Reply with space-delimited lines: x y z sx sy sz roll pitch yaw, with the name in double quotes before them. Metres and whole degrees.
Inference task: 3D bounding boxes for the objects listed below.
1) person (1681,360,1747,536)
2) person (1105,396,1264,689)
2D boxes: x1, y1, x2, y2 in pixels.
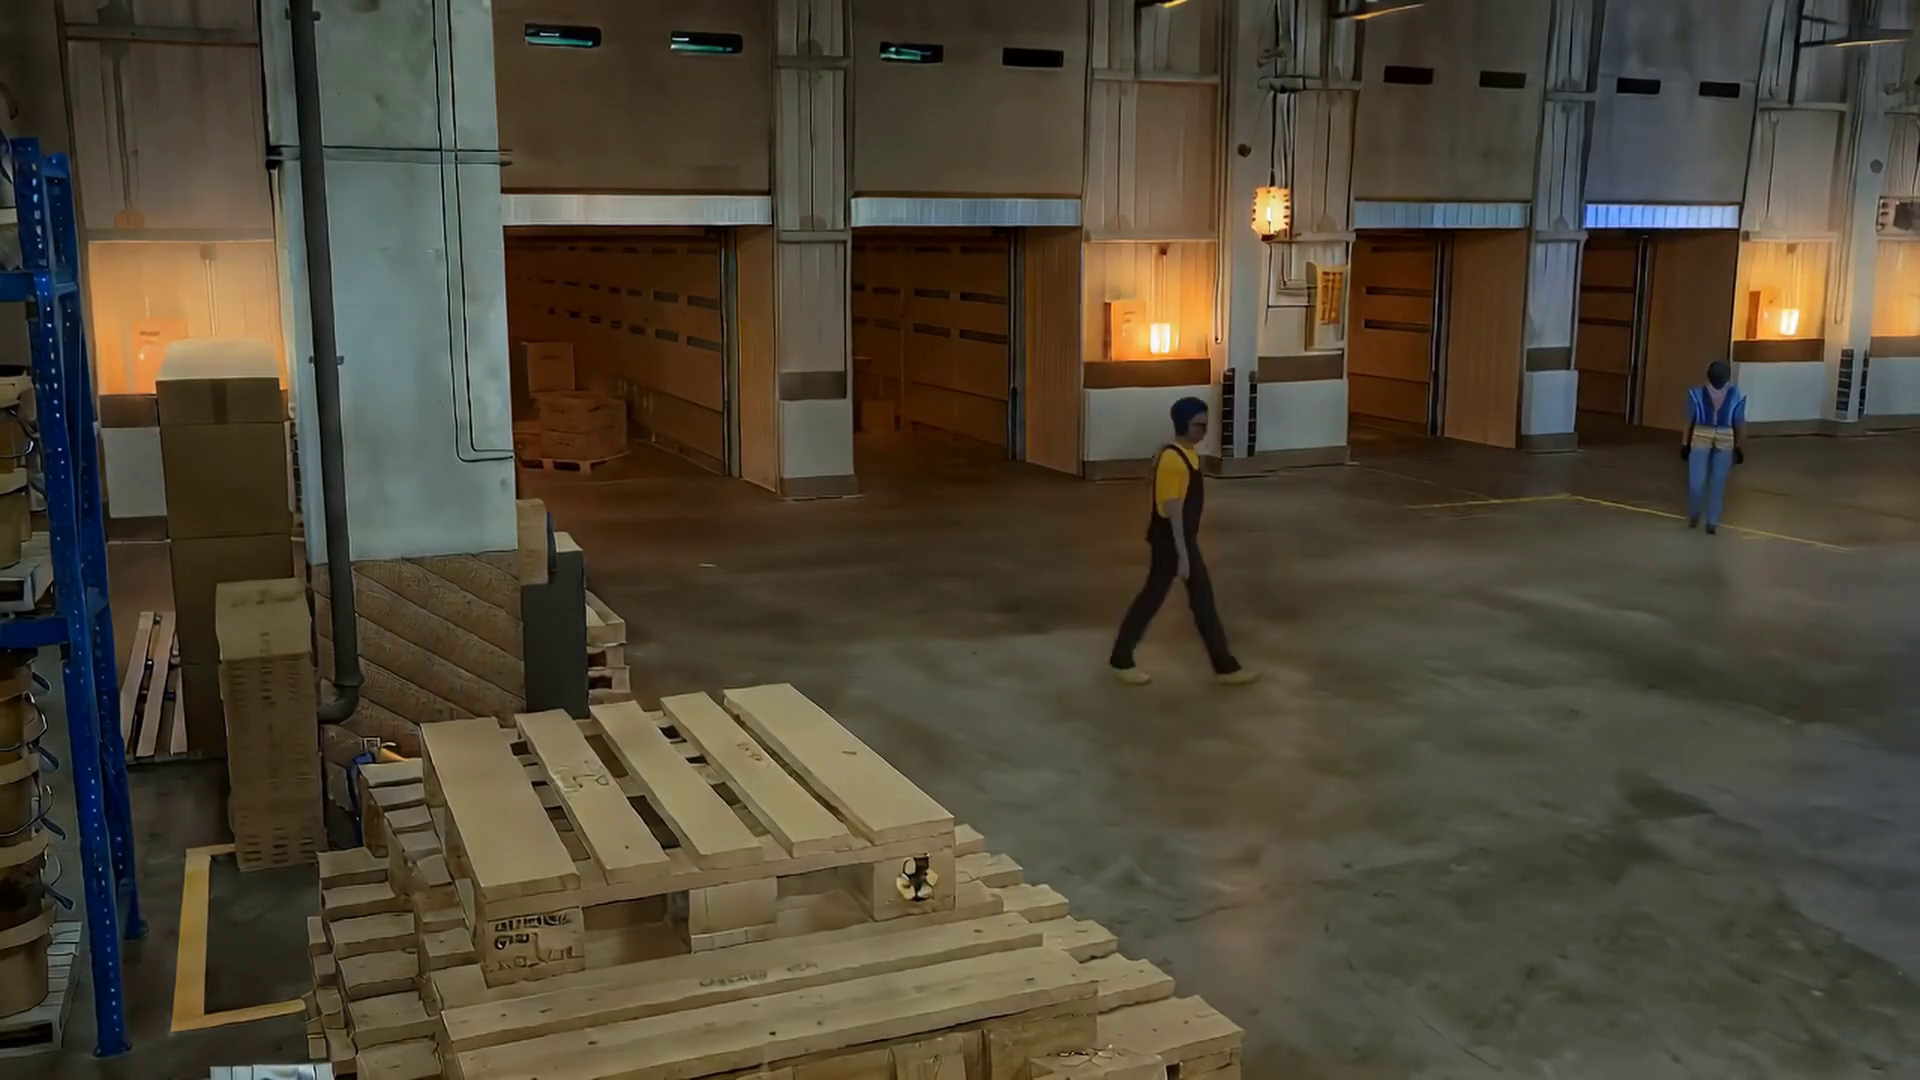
"person" 6.907 -0.836 15.242 0.538 1.623 0.382 4 11 19
"person" 1.330 0.031 10.032 0.983 1.792 0.538 4 11 22
